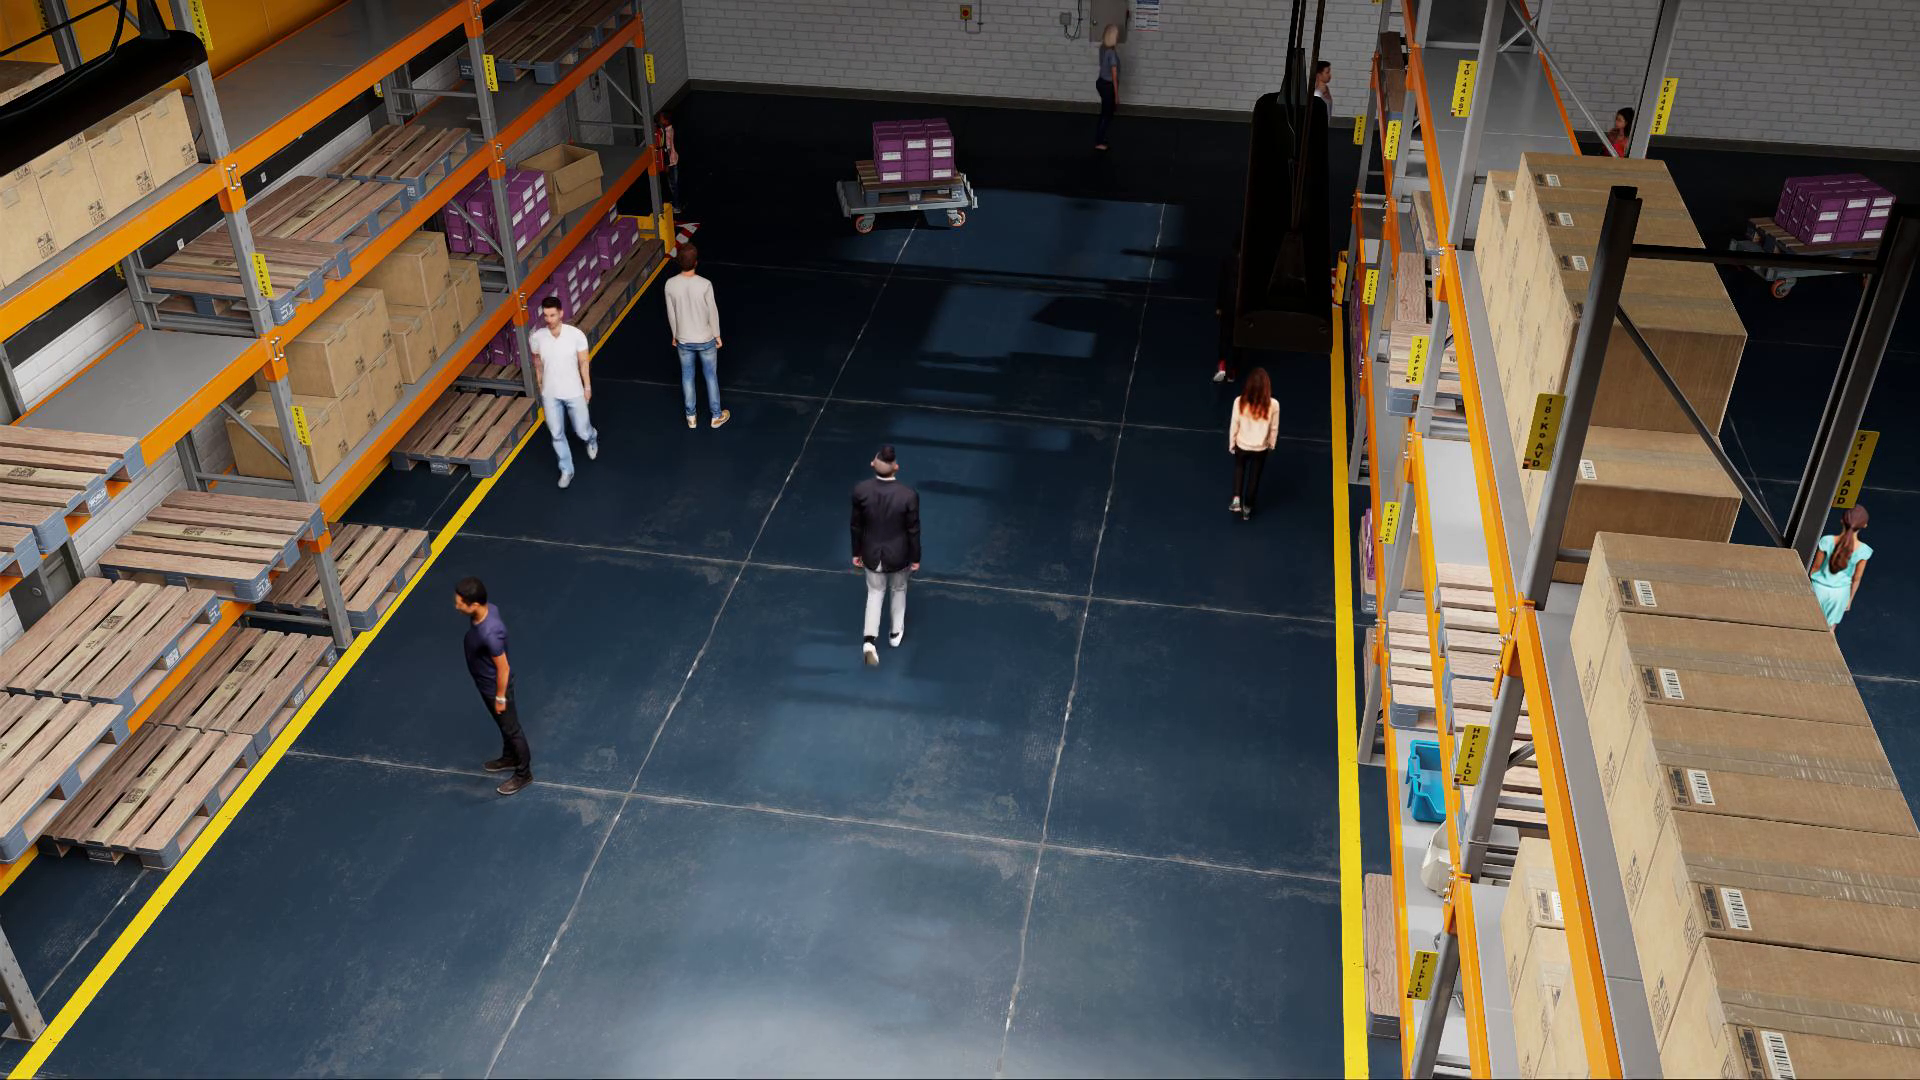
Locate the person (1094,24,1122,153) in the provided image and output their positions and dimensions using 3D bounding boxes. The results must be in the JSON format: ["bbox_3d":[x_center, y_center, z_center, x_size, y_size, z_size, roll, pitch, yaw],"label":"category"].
[{"bbox_3d":[1.889,-6.039,22.281,0.777,1.710,0.679,-10,35,-15],"label":"person"}]

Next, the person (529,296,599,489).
[{"bbox_3d":[-3.598,-1.394,15.171,0.746,1.846,0.932,2,34,2],"label":"person"}]

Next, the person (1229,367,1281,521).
[{"bbox_3d":[2.569,-0.813,14.630,0.583,1.476,0.569,8,35,12],"label":"person"}]

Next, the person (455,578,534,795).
[{"bbox_3d":[-3.248,0.987,11.643,0.772,1.784,0.692,-18,38,-25],"label":"person"}]

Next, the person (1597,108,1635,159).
[{"bbox_3d":[7.727,-4.265,19.640,0.907,1.679,1.131,-6,34,-8],"label":"person"}]

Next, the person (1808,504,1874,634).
[{"bbox_3d":[6.639,0.400,12.730,0.591,1.558,0.593,13,36,19],"label":"person"}]

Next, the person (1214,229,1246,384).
[{"bbox_3d":[2.783,-2.303,16.699,0.654,1.667,0.827,10,35,15],"label":"person"}]

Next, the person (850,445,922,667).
[{"bbox_3d":[-0.580,0.163,12.828,0.691,1.845,0.999,6,34,8],"label":"person"}]

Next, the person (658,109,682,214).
[{"bbox_3d":[-3.597,-4.715,20.653,0.608,1.307,0.497,-3,34,-4],"label":"person"}]

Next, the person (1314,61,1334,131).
[{"bbox_3d":[4.401,-5.026,20.627,0.807,1.854,0.603,15,36,21],"label":"person"}]

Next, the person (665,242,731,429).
[{"bbox_3d":[-2.534,-1.950,15.952,0.667,1.905,0.598,3,34,4],"label":"person"}]
